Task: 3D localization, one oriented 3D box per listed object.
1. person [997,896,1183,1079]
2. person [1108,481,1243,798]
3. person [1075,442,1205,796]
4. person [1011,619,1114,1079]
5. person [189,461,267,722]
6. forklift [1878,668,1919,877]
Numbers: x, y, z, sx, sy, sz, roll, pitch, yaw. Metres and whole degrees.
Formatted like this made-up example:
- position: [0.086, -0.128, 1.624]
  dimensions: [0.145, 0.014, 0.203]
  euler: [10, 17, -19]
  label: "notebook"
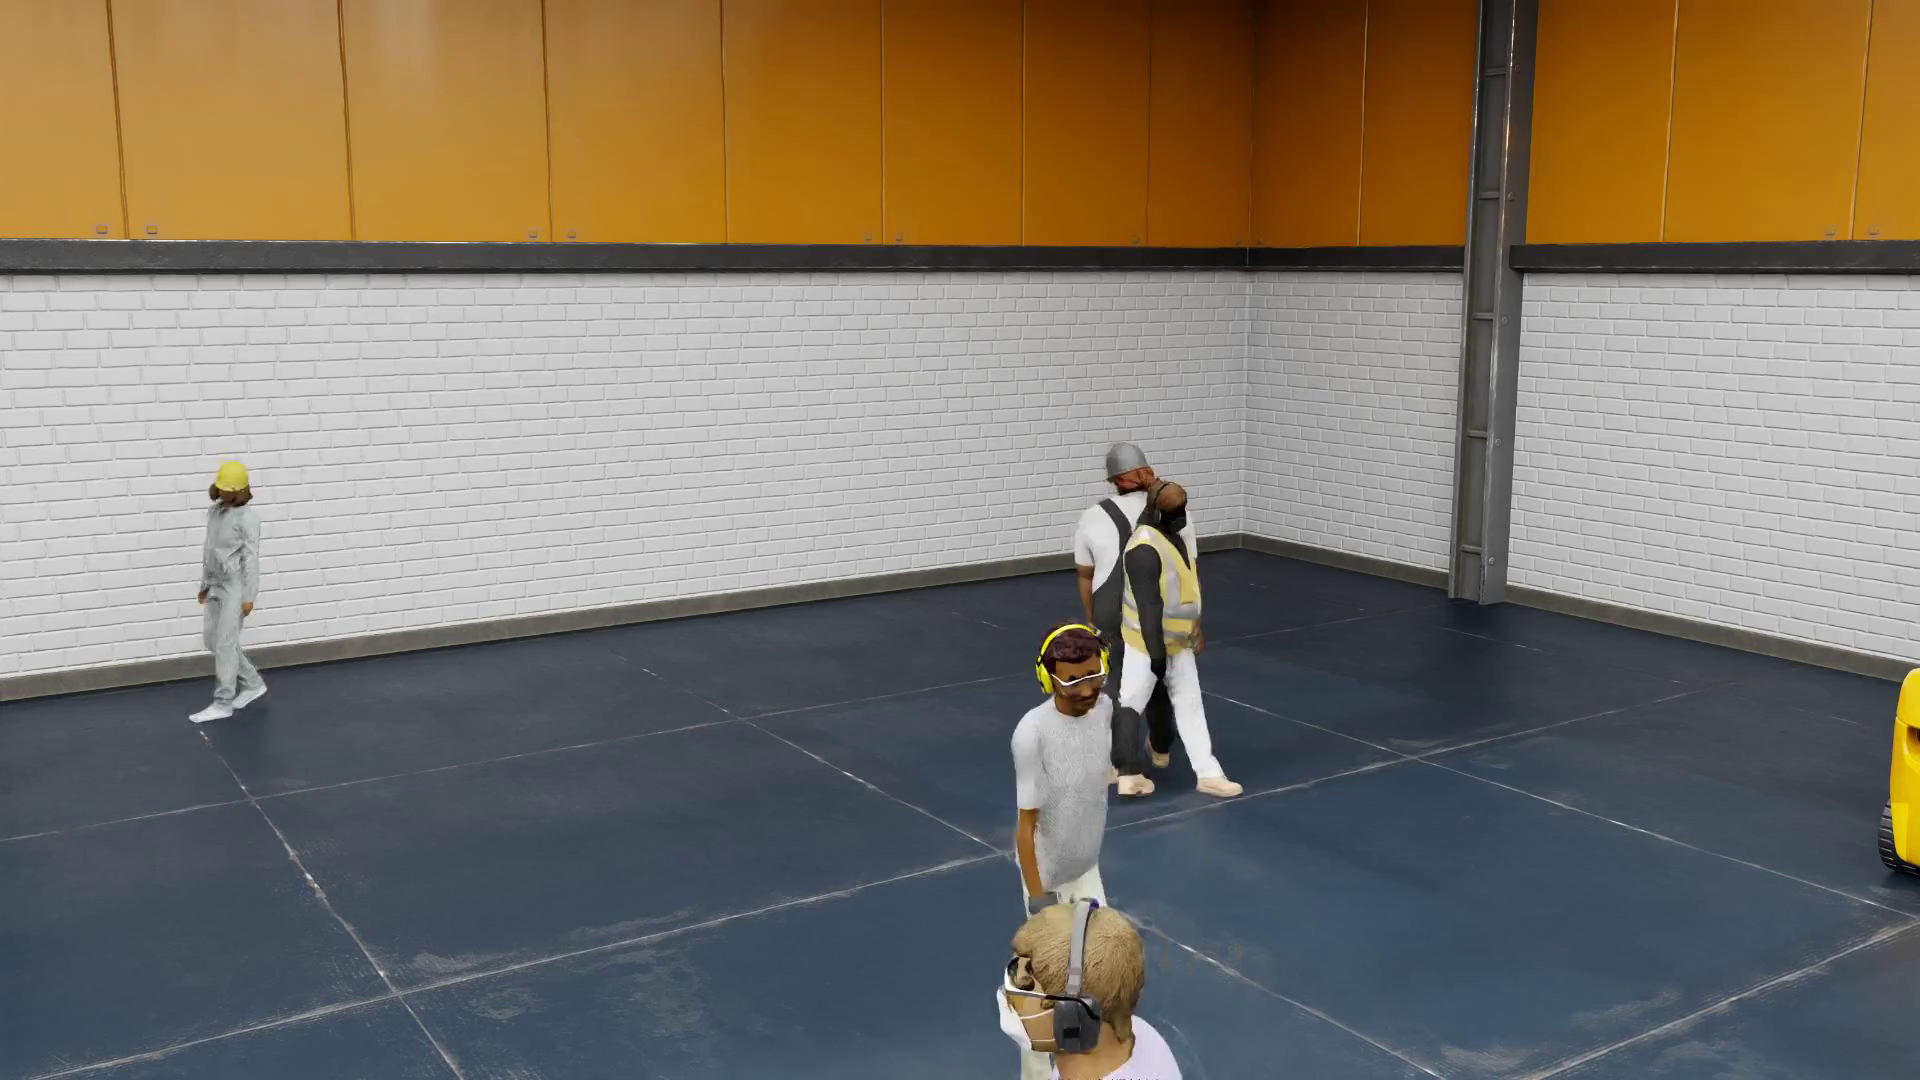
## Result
- position: [0.309, 1.542, 2.941]
  dimensions: [0.918, 1.915, 0.629]
  euler: [2, 10, 15]
  label: "person"
- position: [1.091, 0.547, 9.286]
  dimensions: [0.940, 1.795, 0.641]
  euler: [5, 11, 28]
  label: "person"
- position: [1.023, 0.391, 9.453]
  dimensions: [0.744, 2.000, 1.024]
  euler: [2, 10, 11]
  label: "person"
- position: [0.345, 1.136, 5.596]
  dimensions: [0.489, 1.825, 0.561]
  euler: [9, 13, 43]
  label: "person"
- position: [-4.794, 0.330, 10.848]
  dimensions: [0.526, 1.705, 0.530]
  euler: [8, 12, 38]
  label: "person"
- position: [5.511, 0.571, 7.906]
  dimensions: [2.313, 2.155, 1.214]
  euler: [-6, 11, -33]
  label: "forklift"
